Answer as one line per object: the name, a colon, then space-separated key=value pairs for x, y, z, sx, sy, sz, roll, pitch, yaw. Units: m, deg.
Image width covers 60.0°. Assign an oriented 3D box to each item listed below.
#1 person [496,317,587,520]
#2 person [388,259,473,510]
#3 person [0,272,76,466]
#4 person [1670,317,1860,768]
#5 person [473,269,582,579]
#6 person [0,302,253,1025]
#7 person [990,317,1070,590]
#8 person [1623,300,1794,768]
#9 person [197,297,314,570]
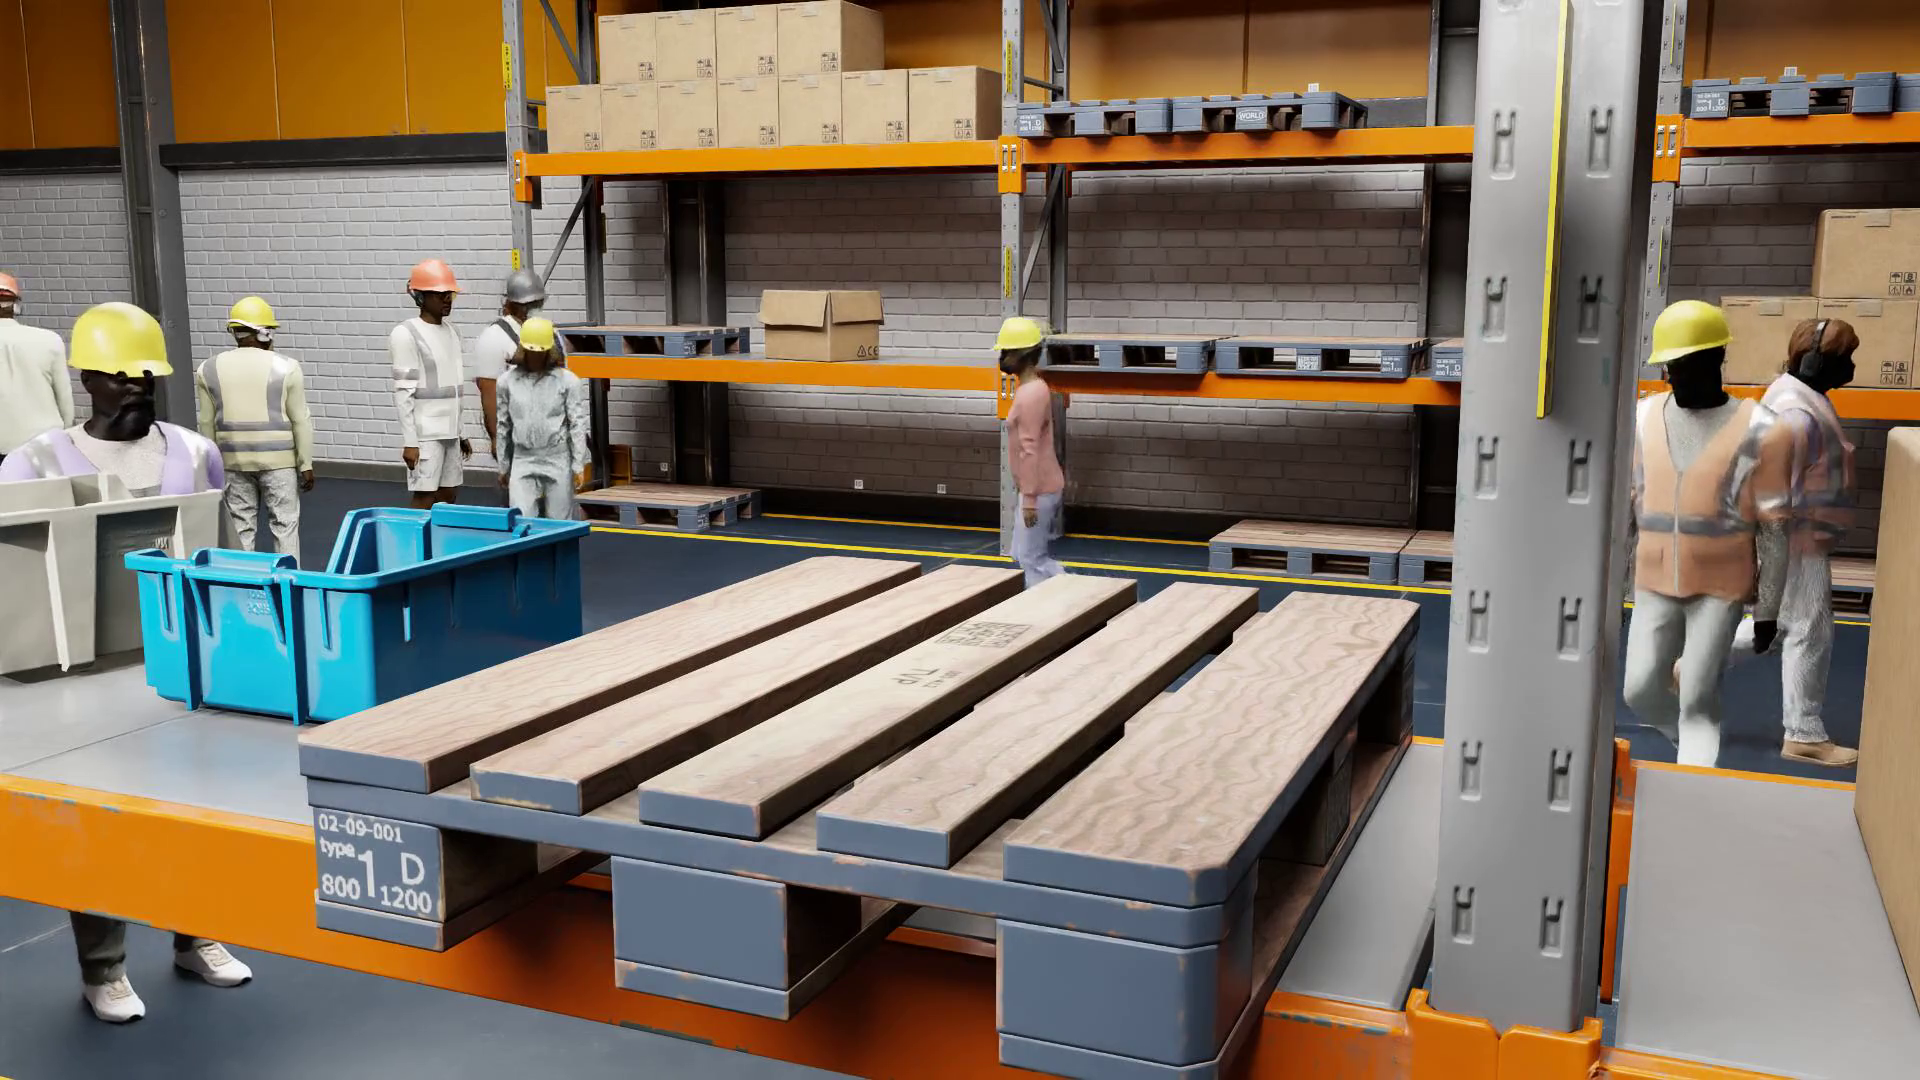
person: x=-2.376 y=-0.399 z=9.423 sx=0.520 sy=1.706 sz=0.656 roll=-1 pitch=10 yaw=-7
person: x=-3.104 y=-0.643 z=9.921 sx=0.391 sy=2.040 sz=0.615 roll=3 pitch=10 yaw=16
person: x=-5.462 y=-0.555 z=9.608 sx=0.644 sy=1.967 sz=0.499 roll=-7 pitch=12 yaw=-37
person: x=3.293 y=0.003 z=6.743 sx=0.714 sy=1.815 sz=0.634 roll=4 pitch=10 yaw=25
person: x=-2.831 y=-0.768 z=10.675 sx=0.824 sy=2.000 sz=0.806 roll=5 pitch=11 yaw=29
person: x=-2.212 y=0.327 z=4.481 sx=0.390 sy=1.919 sz=0.589 roll=8 pitch=12 yaw=38
person: x=0.421 y=-0.247 z=8.406 sx=0.543 sy=1.751 sz=0.540 roll=1 pitch=9 yaw=3
person: x=2.530 y=0.133 z=5.690 sx=0.605 sy=1.900 sz=0.596 roll=-9 pitch=13 yaw=-42
person: x=-3.944 y=-0.447 z=9.382 sx=0.599 sy=1.827 sz=0.404 roll=-1 pitch=10 yaw=-5
